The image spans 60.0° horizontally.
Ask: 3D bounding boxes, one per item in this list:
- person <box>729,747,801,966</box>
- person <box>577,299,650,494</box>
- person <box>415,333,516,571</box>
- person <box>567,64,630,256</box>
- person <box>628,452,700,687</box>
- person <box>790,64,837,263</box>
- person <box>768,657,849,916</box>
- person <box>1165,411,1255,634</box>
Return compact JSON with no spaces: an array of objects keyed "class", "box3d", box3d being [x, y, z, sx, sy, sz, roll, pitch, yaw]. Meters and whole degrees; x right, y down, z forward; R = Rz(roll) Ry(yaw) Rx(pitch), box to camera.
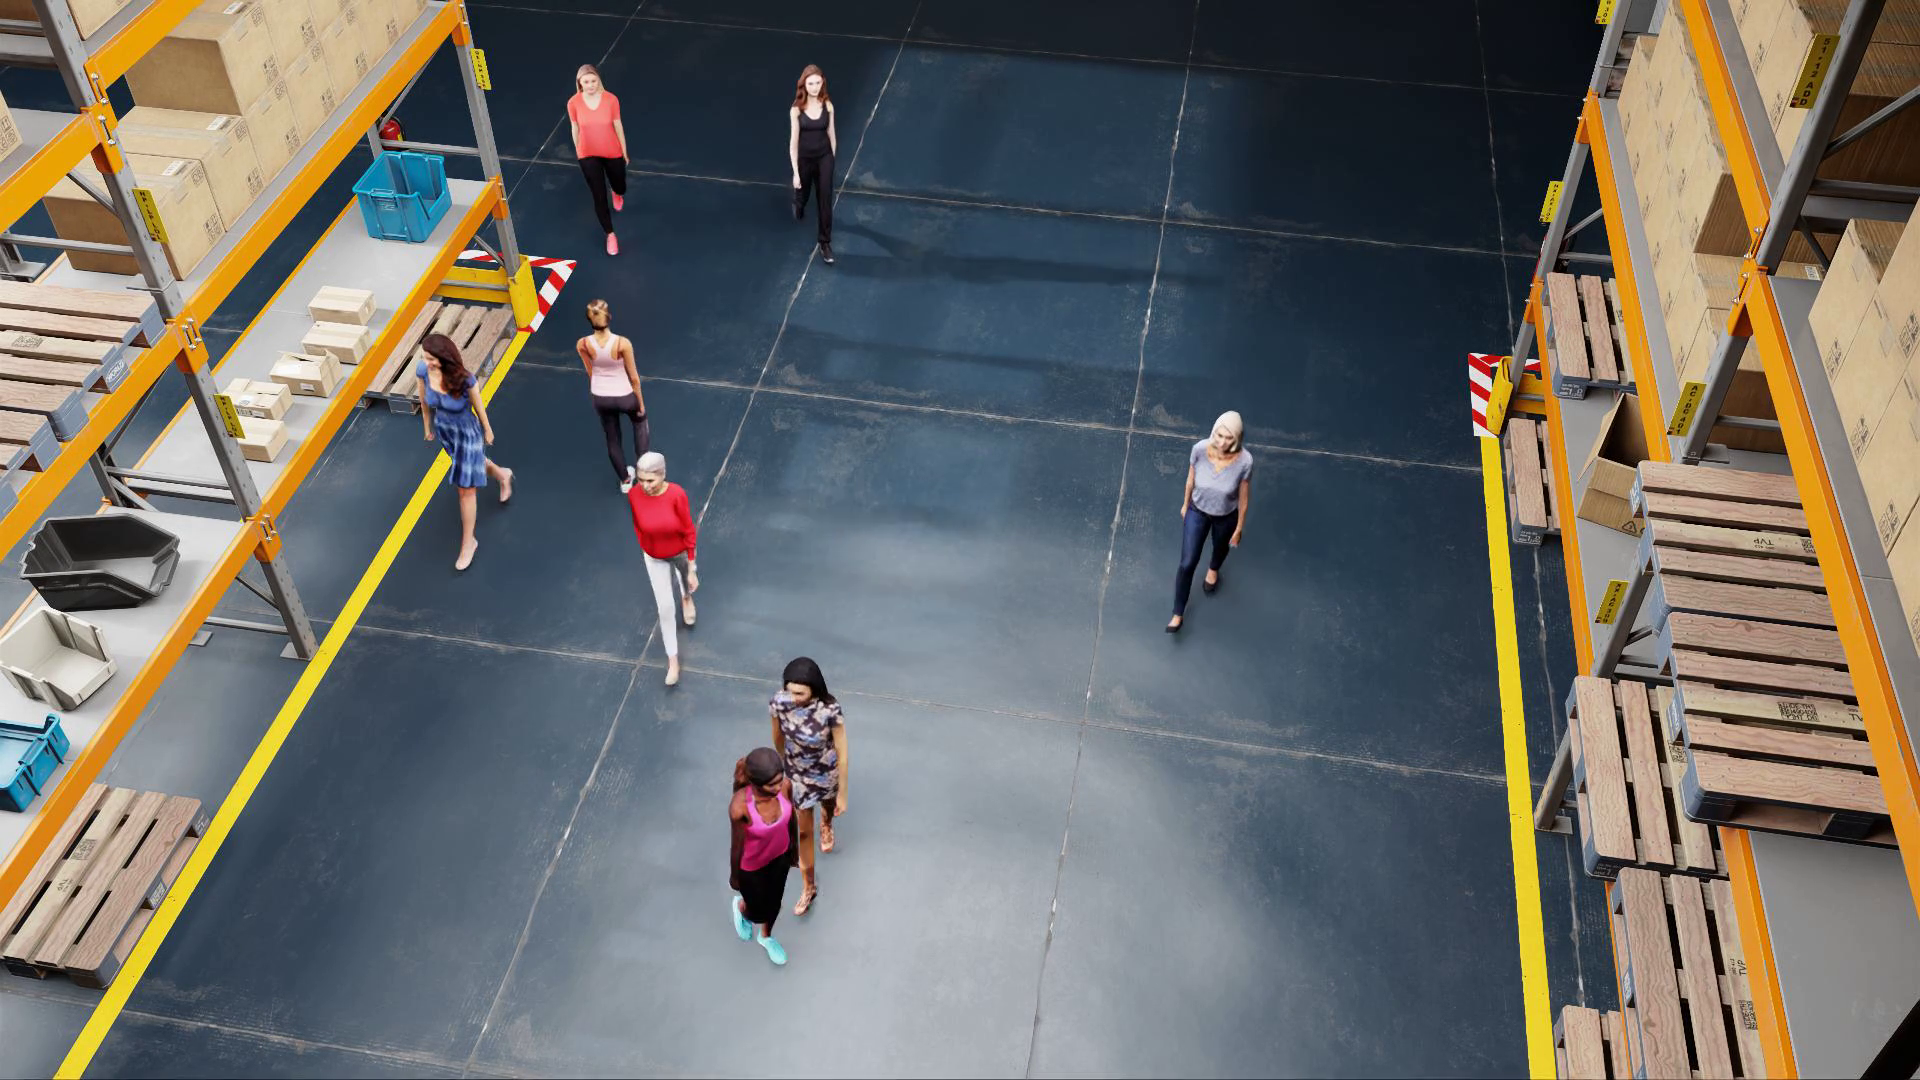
[{"class":"person","box3d":[-1.111,1.658,9.052,0.760,1.704,0.820,-22,48,-22]},{"class":"person","box3d":[-2.475,-0.968,11.853,0.602,1.643,0.610,1,44,1]},{"class":"person","box3d":[-3.406,-0.724,11.508,0.782,1.766,1.182,15,46,16]},{"class":"person","box3d":[-3.088,-3.337,14.319,0.826,1.671,1.085,-8,44,-8]},{"class":"person","box3d":[-1.868,0.036,10.802,0.750,1.640,1.187,-3,44,-3]},{"class":"person","box3d":[-1.290,-3.278,14.228,0.941,1.711,1.156,-14,45,-14]},{"class":"person","box3d":[-0.812,1.254,9.478,0.693,1.701,1.027,1,44,1]},{"class":"person","box3d":[1.712,-0.228,11.051,0.718,1.677,1.125,14,45,14]}]
